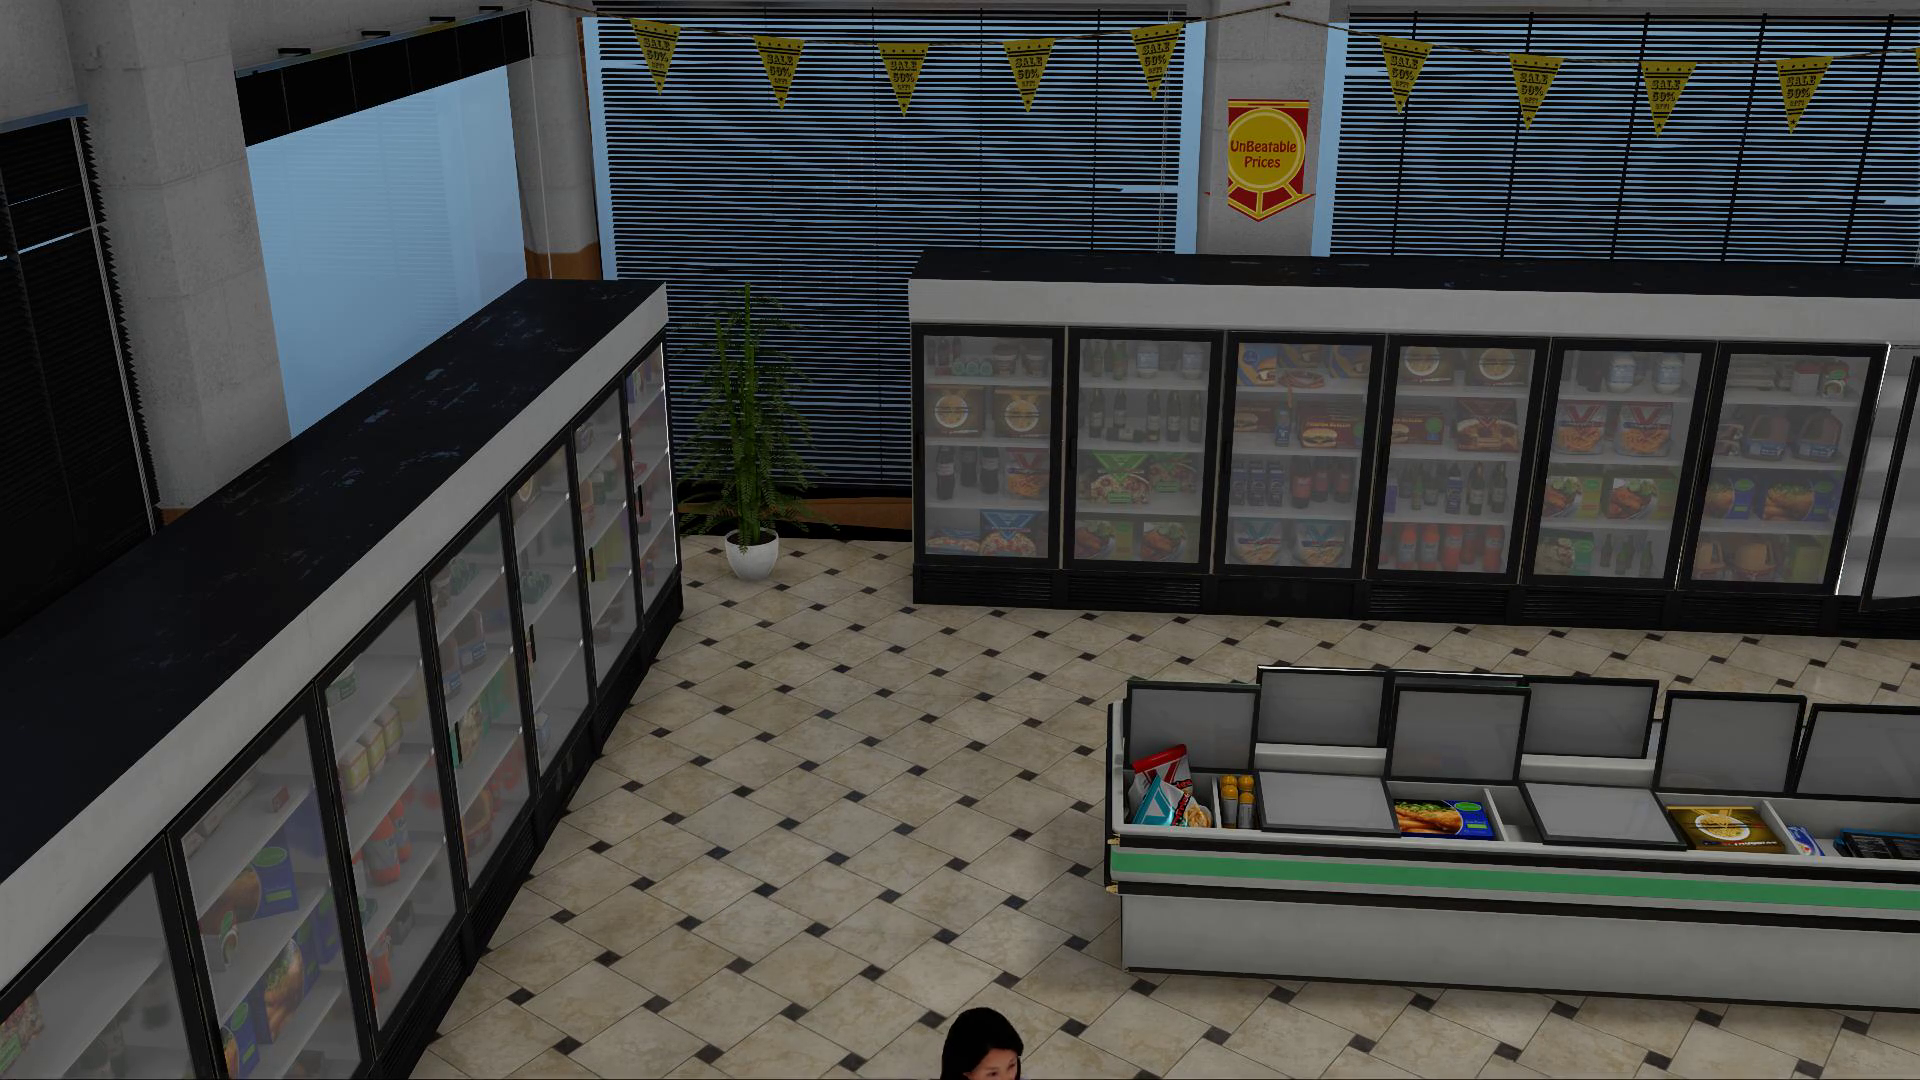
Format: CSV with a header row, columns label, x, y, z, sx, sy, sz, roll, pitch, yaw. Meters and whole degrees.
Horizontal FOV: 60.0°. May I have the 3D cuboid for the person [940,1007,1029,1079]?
label,x,y,z,sx,sy,sz,roll,pitch,yaw
person,0.006,2.120,5.078,0.777,1.738,0.856,-11,25,-26
